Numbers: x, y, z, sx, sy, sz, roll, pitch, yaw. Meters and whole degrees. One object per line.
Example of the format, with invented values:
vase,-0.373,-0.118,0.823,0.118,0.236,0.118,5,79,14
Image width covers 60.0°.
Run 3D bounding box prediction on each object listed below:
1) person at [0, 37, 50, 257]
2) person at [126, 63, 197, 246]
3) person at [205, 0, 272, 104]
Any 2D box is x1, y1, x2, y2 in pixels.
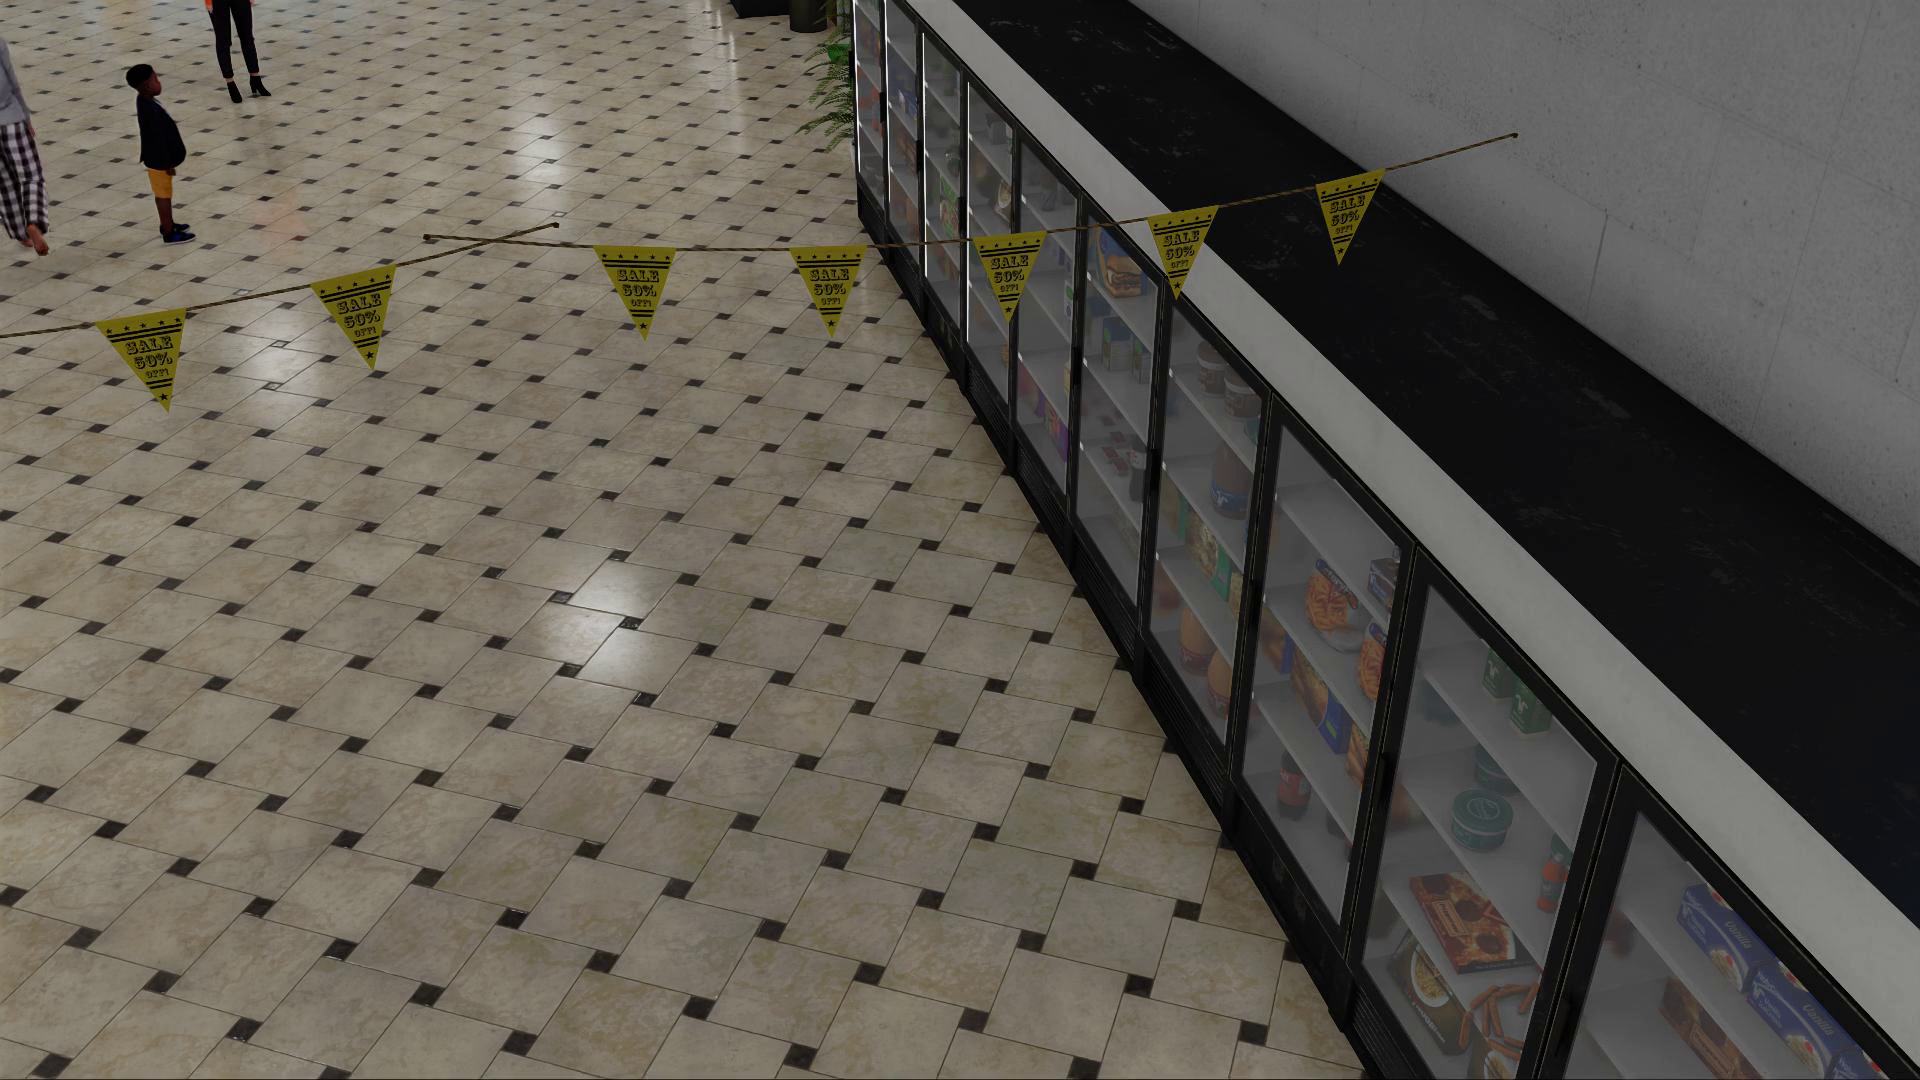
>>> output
person,-6.599,-2.809,11.440,0.972,1.821,0.818,-17,36,-25
person,-5.746,-2.760,11.887,0.601,1.265,0.579,-18,36,-27
person,-6.475,-4.786,14.686,0.769,1.748,0.664,27,41,36
